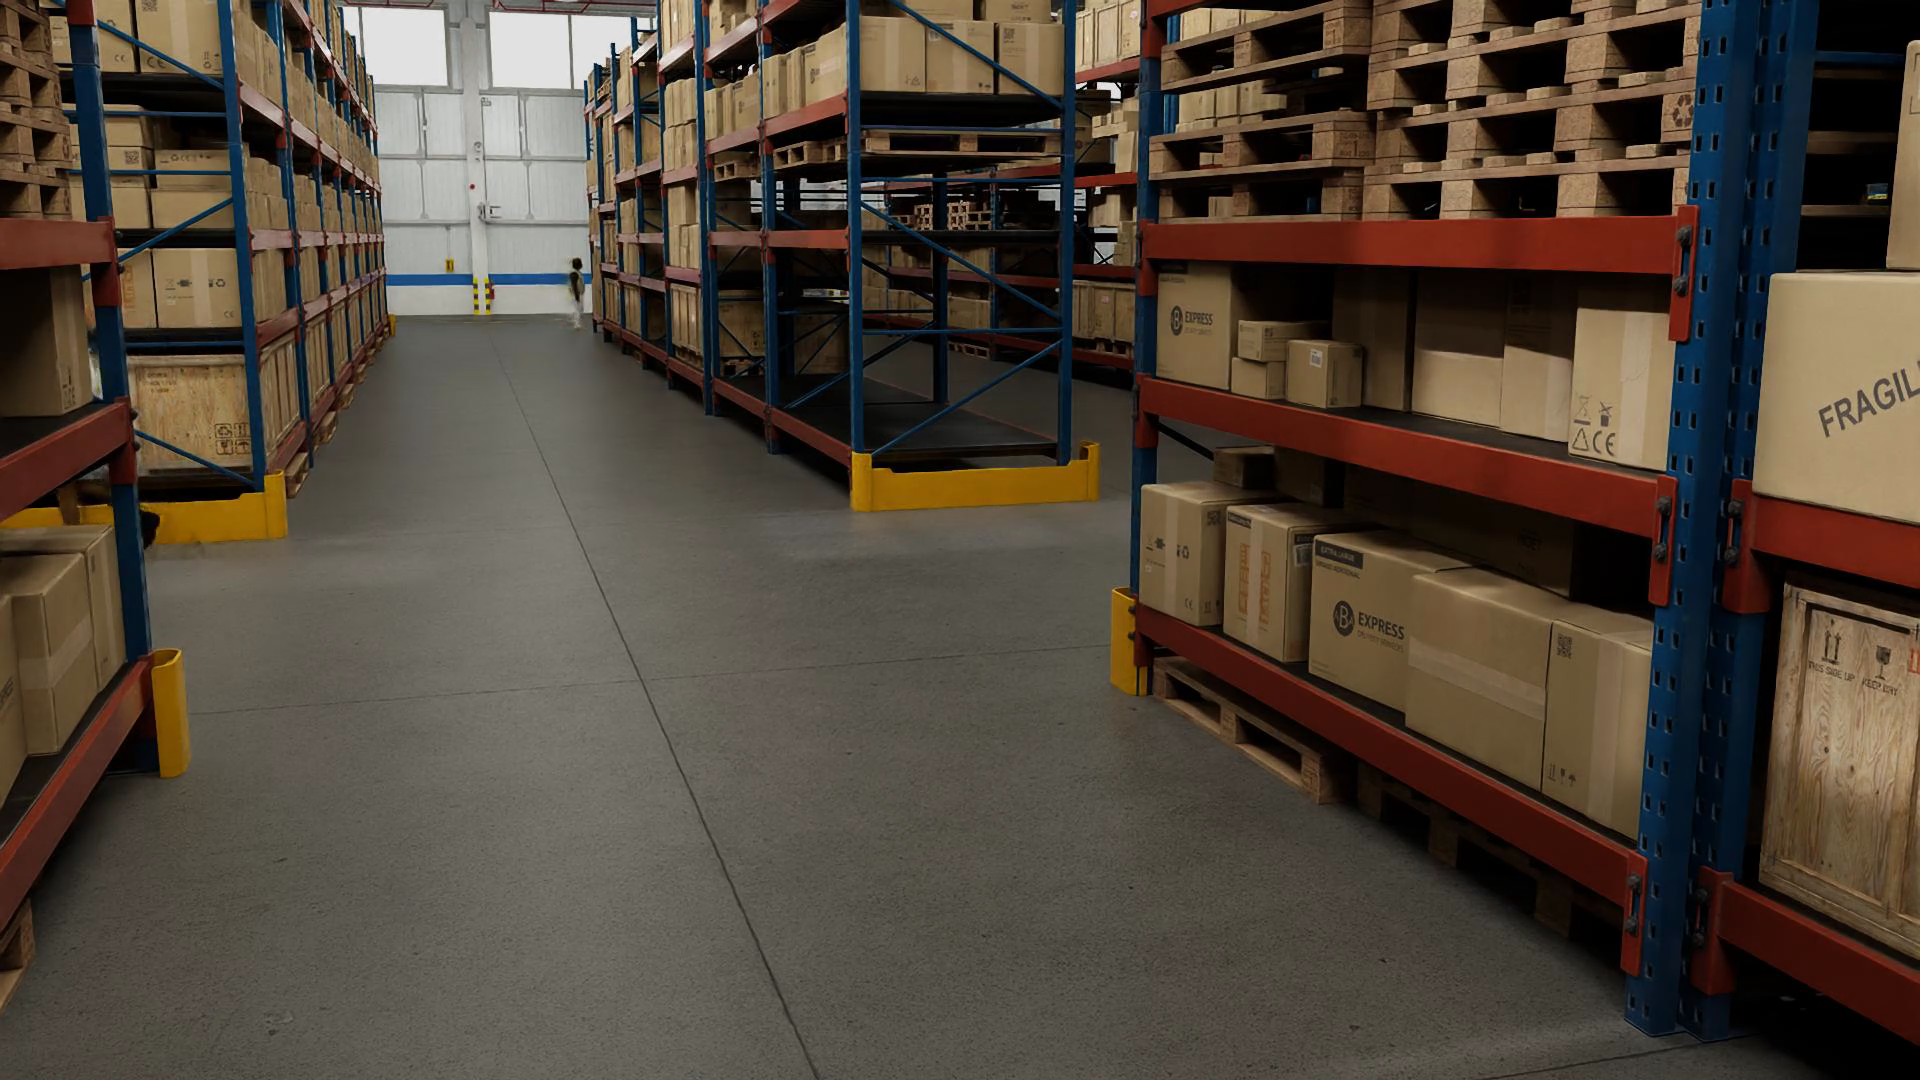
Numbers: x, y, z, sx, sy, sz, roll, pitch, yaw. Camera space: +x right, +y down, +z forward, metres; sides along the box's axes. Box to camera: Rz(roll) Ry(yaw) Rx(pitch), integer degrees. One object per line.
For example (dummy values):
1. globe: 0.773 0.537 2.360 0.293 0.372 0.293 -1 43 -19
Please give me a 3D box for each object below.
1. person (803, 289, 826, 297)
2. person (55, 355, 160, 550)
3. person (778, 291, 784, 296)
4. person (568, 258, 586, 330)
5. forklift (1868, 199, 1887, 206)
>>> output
1. person: -3.233 -5.238 36.418 0.607 1.914 0.799 -1 10 -5
2. person: -6.252 -0.762 11.936 0.721 1.912 0.557 -2 10 -10
3. person: -3.619 -4.519 32.965 0.492 1.740 0.324 3 11 15
4. person: -9.618 -6.172 41.795 0.434 1.827 0.649 -1 10 -7
5. forklift: 11.338 -2.915 21.052 1.129 2.768 1.873 -3 11 -17
